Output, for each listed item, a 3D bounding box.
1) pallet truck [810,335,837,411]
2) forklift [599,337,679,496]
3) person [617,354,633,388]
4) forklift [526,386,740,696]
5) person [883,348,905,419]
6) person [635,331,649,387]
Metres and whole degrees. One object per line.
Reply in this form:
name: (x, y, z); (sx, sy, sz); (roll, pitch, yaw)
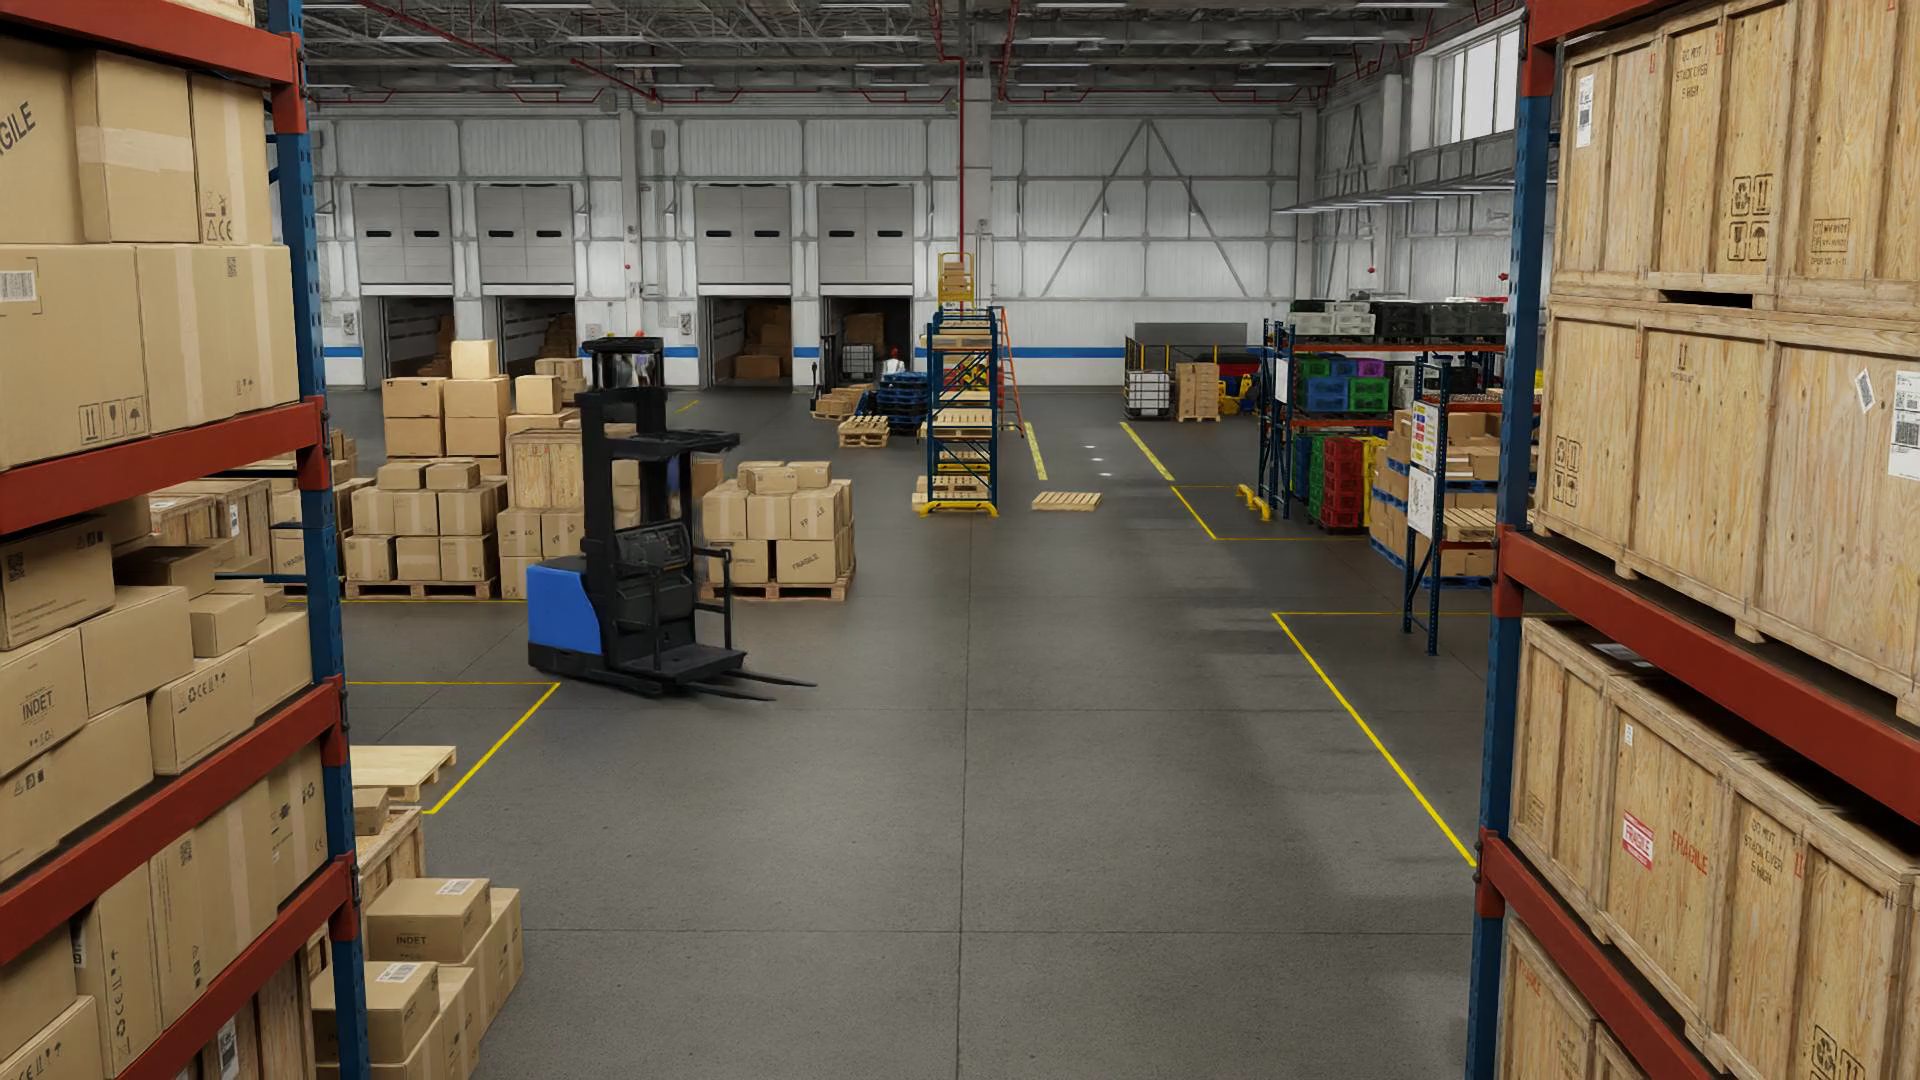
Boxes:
pallet truck: (-3.021, -4.312, 43.126); (1.885, 1.965, 0.823); (3, 10, 17)
forklift: (-5.067, -1.764, 25.881); (1.129, 2.768, 1.873); (0, 10, 1)
person: (-7.615, -3.322, 37.646); (0.675, 1.918, 0.639); (1, 10, 5)
forklift: (-3.244, -0.074, 16.127); (1.873, 2.768, 1.129); (6, 12, 33)
person: (-1.554, -3.686, 40.000); (0.572, 1.836, 1.003); (6, 11, 31)
person: (-9.004, -4.944, 46.980); (0.544, 1.929, 0.387); (8, 13, 38)
